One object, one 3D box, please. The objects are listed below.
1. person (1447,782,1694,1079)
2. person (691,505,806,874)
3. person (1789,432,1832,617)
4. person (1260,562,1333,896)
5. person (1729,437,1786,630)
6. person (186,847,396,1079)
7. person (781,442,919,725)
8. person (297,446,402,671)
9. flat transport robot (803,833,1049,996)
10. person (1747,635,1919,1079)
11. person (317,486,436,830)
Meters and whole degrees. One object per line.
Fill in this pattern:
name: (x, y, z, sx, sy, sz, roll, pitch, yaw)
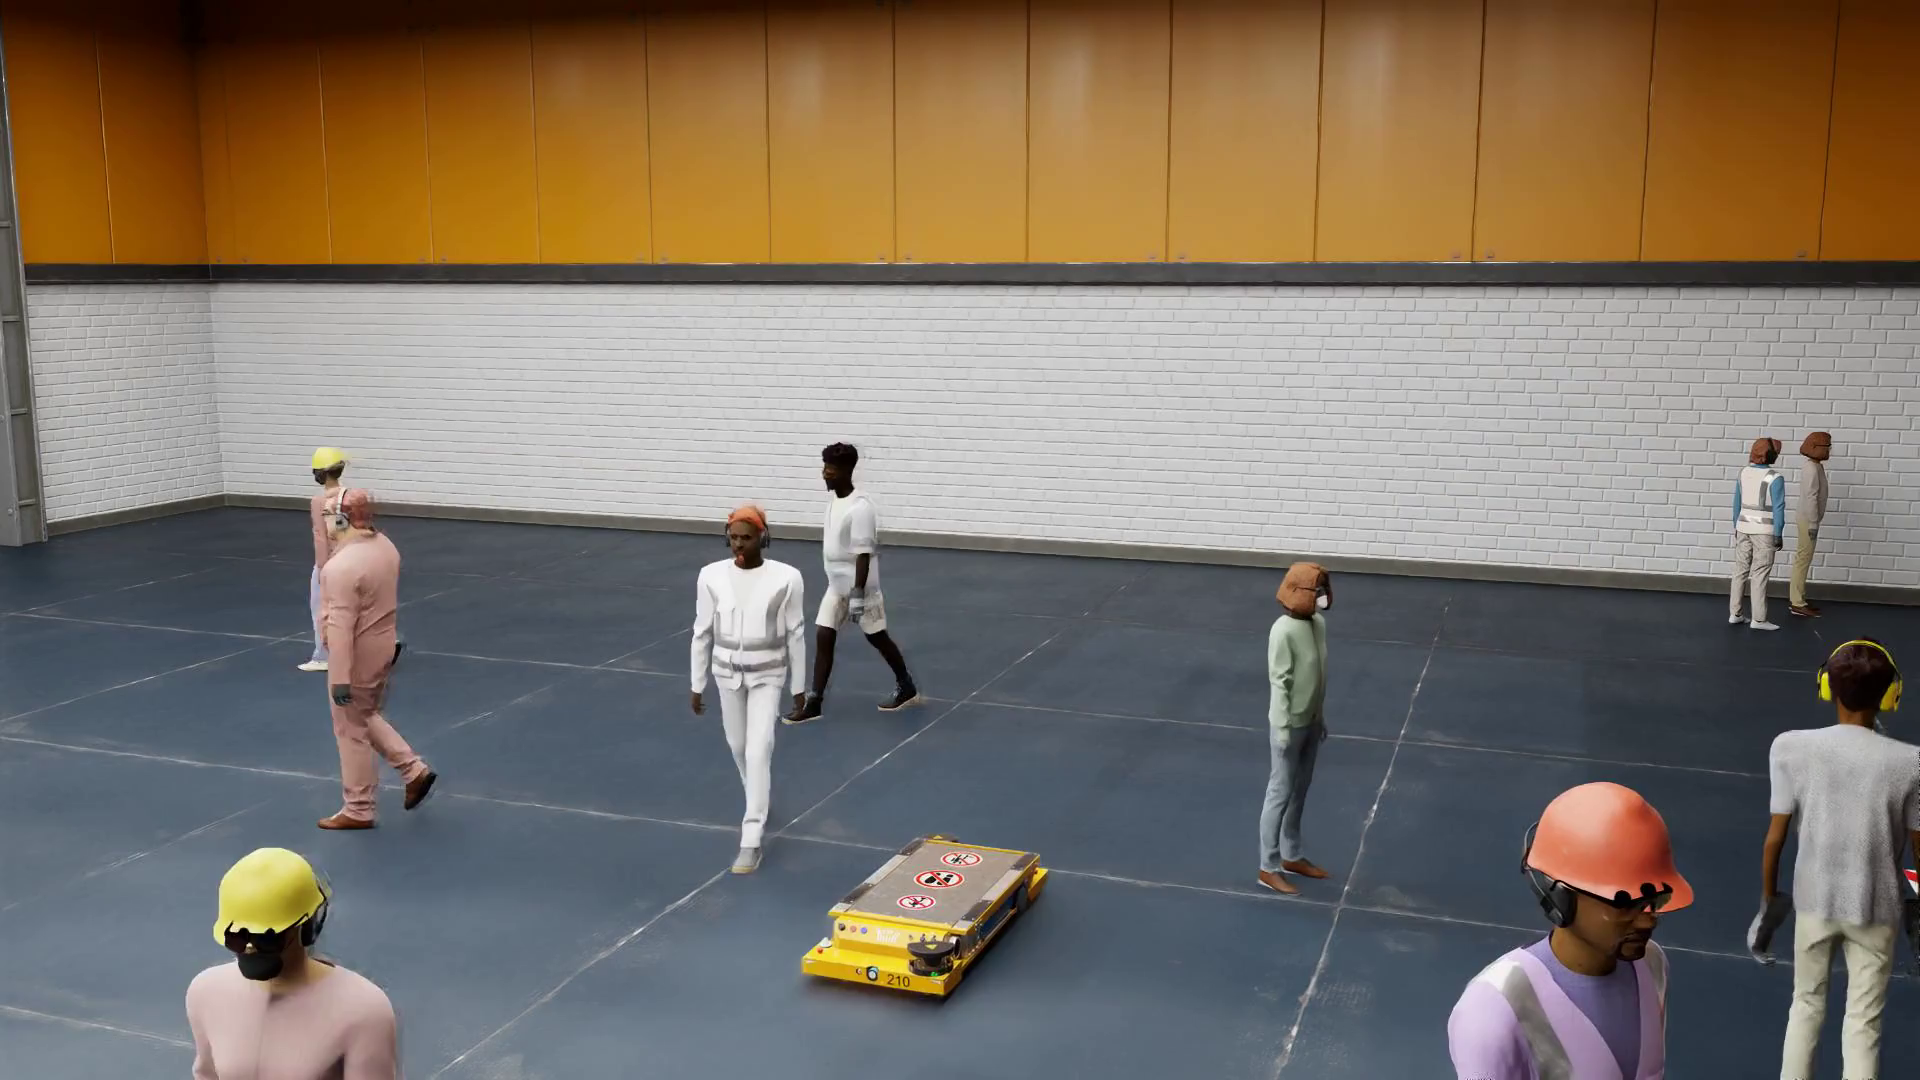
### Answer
person: (1.251, 1.477, 3.399, 0.613, 2.041, 0.393, -7, 11, -36)
person: (-1.106, 0.720, 8.737, 0.589, 1.843, 0.951, 2, 9, 11)
person: (7.555, -0.149, 14.756, 0.283, 1.633, 0.497, 4, 10, 24)
person: (1.665, 0.909, 8.189, 0.264, 1.632, 0.505, 7, 11, 36)
person: (6.790, -0.055, 14.151, 0.310, 1.638, 0.522, -3, 10, -17)
person: (-1.550, 1.553, 3.824, 0.544, 1.742, 0.663, 1, 9, 7)
person: (-0.696, 0.282, 11.270, 1.015, 1.919, 0.618, -6, 11, -31)
person: (-4.646, 0.157, 12.541, 0.779, 1.736, 0.531, 3, 10, 16)
flat transport robot: (-0.117, 1.677, 7.640, 0.652, 0.197, 1.431, 3, 10, 20)
person: (2.944, 1.229, 5.545, 0.544, 1.870, 0.481, 7, 11, 37)
person: (-3.228, 0.646, 9.001, 0.515, 1.894, 0.663, 1, 9, 5)
